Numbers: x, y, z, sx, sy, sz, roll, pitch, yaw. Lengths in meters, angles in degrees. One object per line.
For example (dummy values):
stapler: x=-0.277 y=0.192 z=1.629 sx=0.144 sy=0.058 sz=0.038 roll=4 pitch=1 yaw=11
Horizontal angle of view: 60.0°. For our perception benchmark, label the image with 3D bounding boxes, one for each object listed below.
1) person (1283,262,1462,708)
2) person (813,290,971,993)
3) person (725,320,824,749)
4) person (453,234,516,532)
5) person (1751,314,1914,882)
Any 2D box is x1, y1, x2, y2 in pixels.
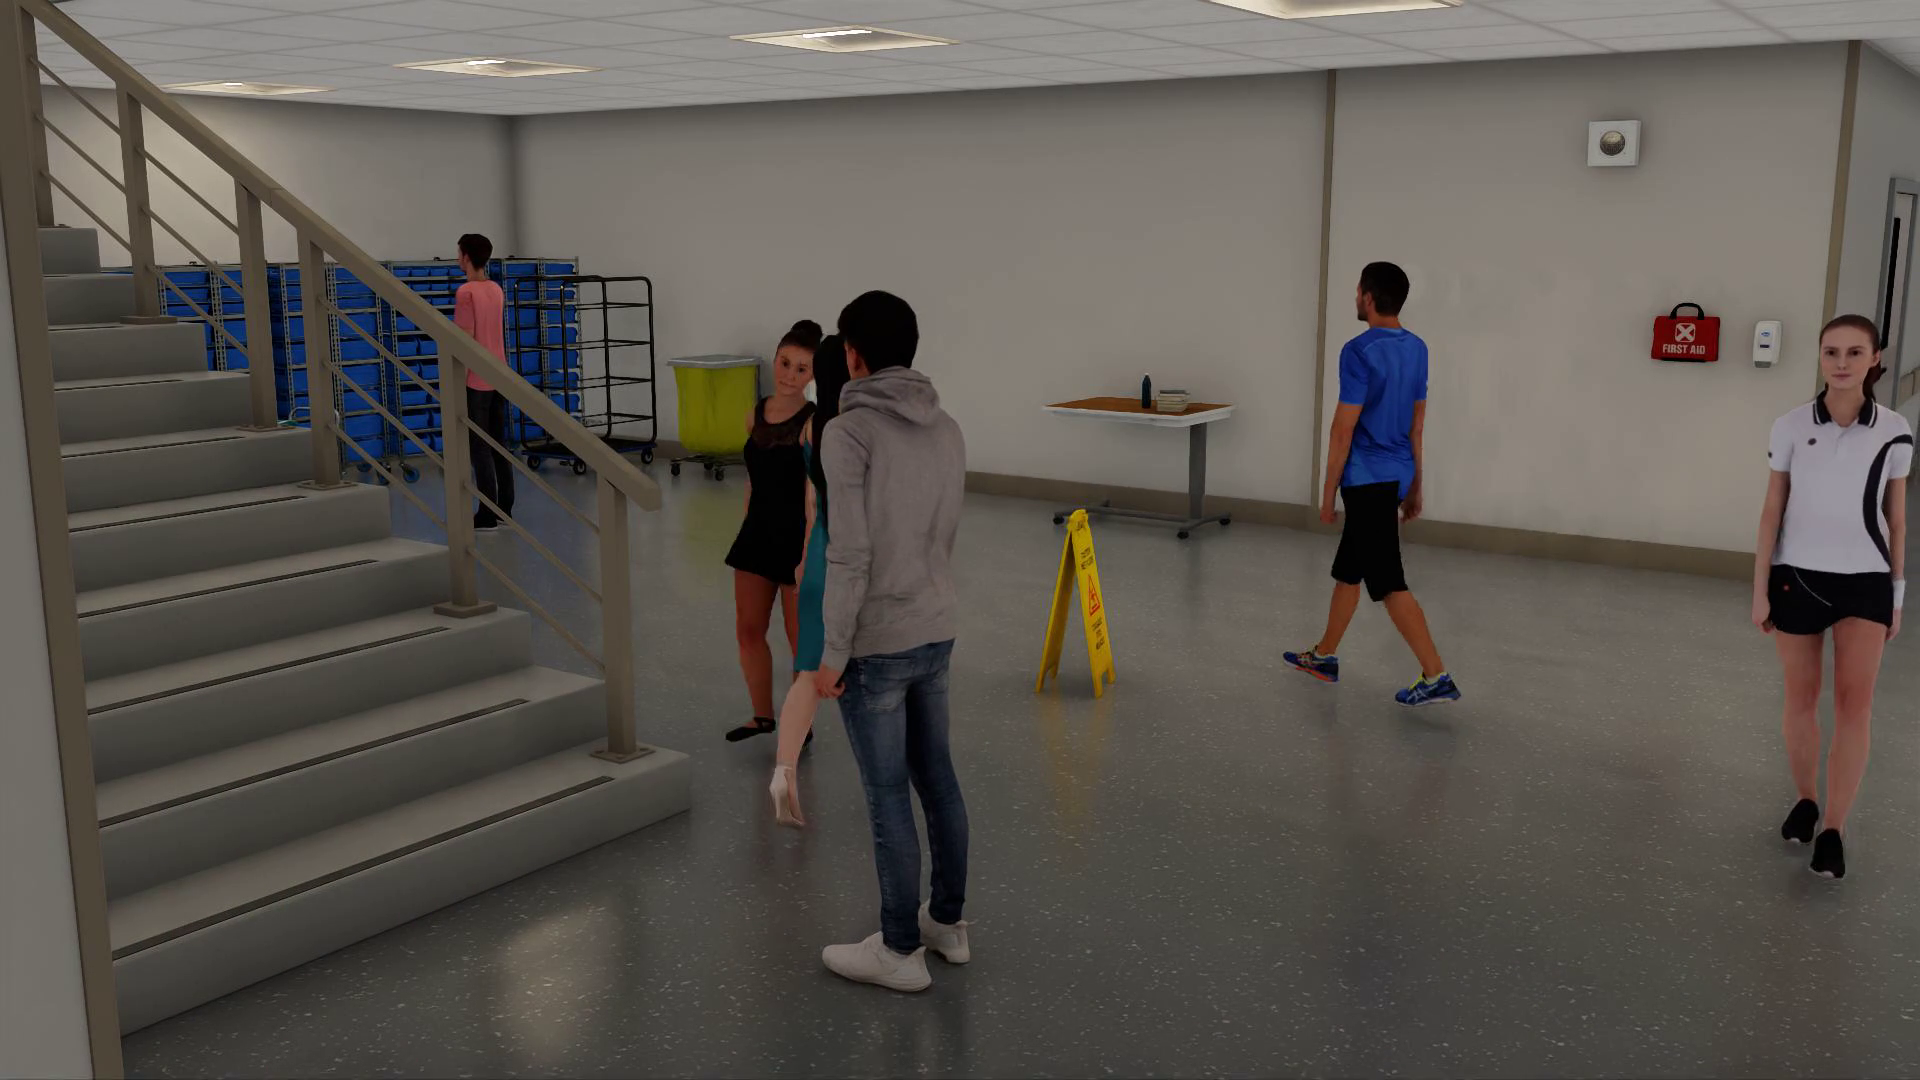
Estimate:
person: x=1.788 y=-0.186 z=6.883 sx=0.878 sy=1.826 sz=1.287 roll=-8 pitch=13 yaw=-36
person: x=-0.168 y=0.267 z=4.431 sx=0.542 sy=1.850 sz=0.662 roll=7 pitch=13 yaw=34
person: x=-0.651 y=0.013 z=6.300 sx=0.681 sy=1.653 sz=0.488 roll=-10 pitch=14 yaw=-42
person: x=-3.185 y=-1.052 z=11.091 sx=0.672 sy=1.958 sz=0.704 roll=3 pitch=11 yaw=13
person: x=2.785 y=0.163 z=5.312 sx=0.841 sy=1.726 sz=0.651 roll=6 pitch=12 yaw=30
